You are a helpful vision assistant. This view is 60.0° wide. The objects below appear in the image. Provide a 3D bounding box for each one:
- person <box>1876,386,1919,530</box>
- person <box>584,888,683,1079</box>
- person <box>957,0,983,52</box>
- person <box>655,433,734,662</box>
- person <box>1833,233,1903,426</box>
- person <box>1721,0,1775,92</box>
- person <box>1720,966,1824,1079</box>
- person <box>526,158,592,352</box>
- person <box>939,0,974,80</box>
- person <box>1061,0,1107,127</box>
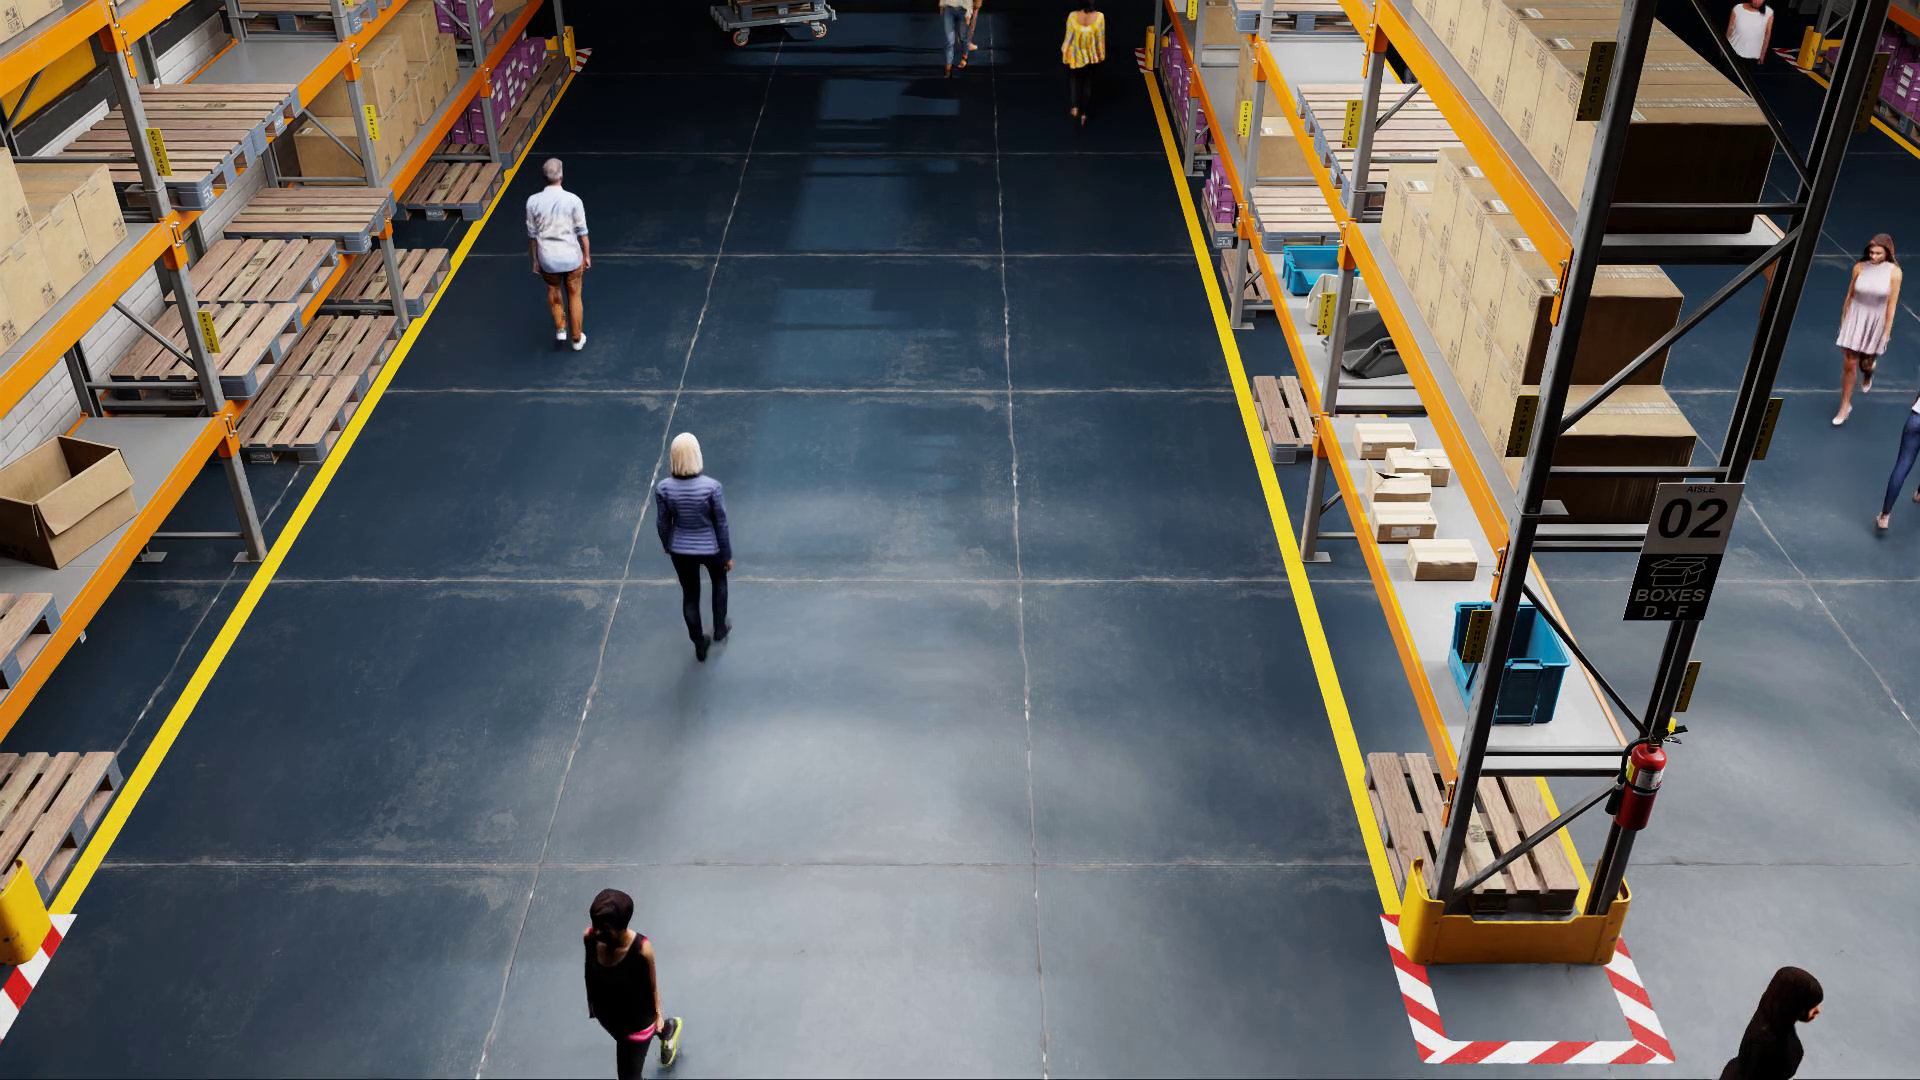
[{"bbox_3d":[7.439,-0.842,12.790,1.175,1.687,1.129,-29,43,-36],"label":"person"},{"bbox_3d":[-1.616,2.274,8.245,0.834,1.527,1.072,15,37,22],"label":"person"},{"bbox_3d":[0.145,-7.608,22.987,0.707,1.667,0.763,26,41,33],"label":"person"},{"bbox_3d":[-1.805,0.100,11.334,0.678,1.728,0.688,1,34,2],"label":"person"},{"bbox_3d":[7.756,-1.828,14.224,0.920,1.739,0.980,27,42,34],"label":"person"},{"bbox_3d":[9.761,-6.078,20.697,0.871,1.653,1.157,10,35,15],"label":"person"},{"bbox_3d":[3.564,2.561,7.717,0.850,1.635,0.805,21,39,28],"label":"person"},{"bbox_3d":[-3.680,-2.568,15.275,0.722,1.811,0.664,-3,34,-4],"label":"person"},{"bbox_3d":[-0.011,-7.010,22.127,0.825,1.622,1.145,10,35,15],"label":"person"},{"bbox_3d":[1.517,-5.915,20.466,0.708,1.638,0.768,1,34,2],"label":"person"}]
